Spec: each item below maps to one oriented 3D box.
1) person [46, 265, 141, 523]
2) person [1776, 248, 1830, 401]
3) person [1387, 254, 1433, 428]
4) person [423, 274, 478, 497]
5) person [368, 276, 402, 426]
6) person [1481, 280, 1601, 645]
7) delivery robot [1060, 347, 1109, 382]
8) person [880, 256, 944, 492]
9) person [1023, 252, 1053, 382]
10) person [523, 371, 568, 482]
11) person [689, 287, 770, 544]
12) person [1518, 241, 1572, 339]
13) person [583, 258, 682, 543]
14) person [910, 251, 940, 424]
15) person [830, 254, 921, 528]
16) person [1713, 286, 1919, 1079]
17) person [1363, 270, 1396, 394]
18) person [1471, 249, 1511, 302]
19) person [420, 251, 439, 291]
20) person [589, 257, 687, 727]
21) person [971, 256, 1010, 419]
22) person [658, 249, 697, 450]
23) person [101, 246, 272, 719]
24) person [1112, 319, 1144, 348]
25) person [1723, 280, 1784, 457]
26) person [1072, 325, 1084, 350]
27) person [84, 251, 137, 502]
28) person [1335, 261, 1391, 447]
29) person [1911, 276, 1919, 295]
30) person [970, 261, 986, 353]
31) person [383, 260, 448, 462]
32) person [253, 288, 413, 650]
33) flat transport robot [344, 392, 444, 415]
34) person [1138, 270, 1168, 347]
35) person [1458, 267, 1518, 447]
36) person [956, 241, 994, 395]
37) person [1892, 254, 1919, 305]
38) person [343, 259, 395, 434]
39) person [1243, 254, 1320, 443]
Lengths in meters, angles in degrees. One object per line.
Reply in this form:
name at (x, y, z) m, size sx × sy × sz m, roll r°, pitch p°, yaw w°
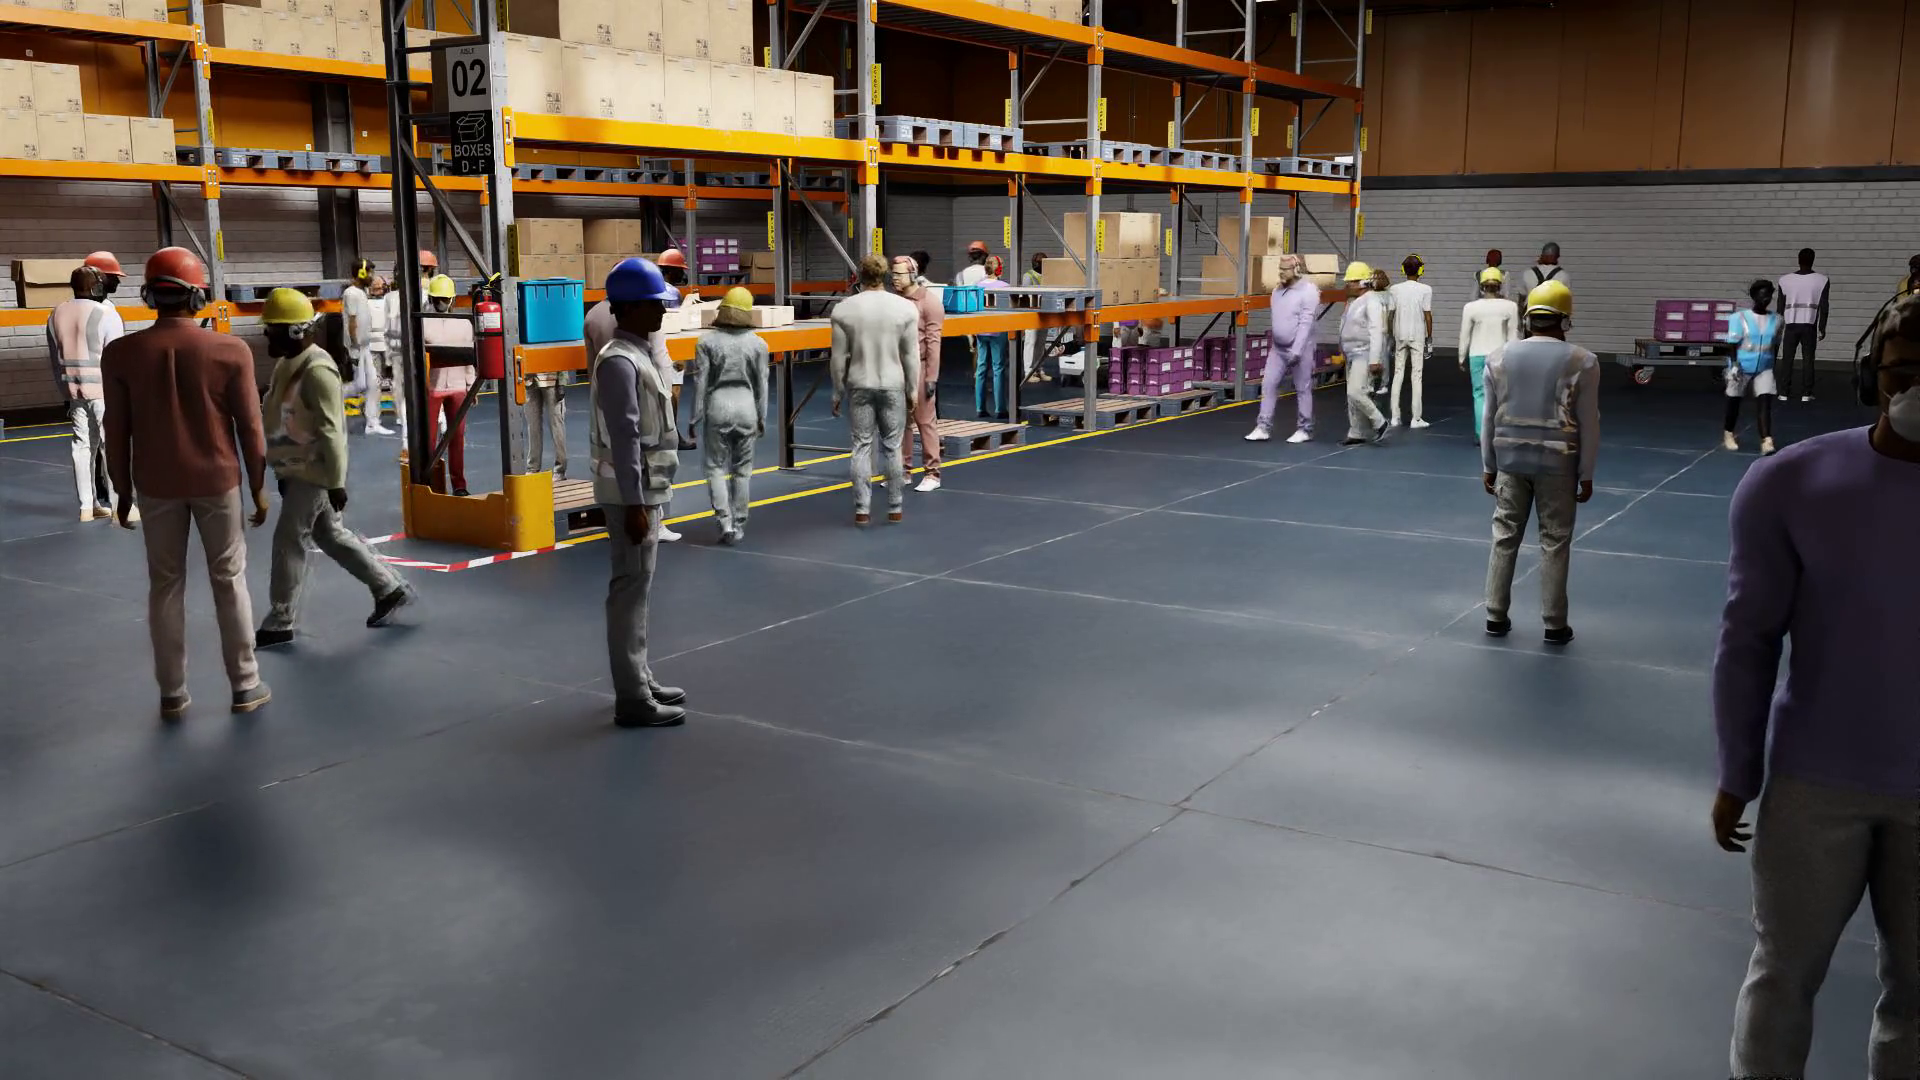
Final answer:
person at (-6.180, -1.038, 11.940) m, size 0.634 × 1.841 × 0.429 m, roll 3°, pitch 11°, yaw 17°
person at (10.597, -2.705, 20.954) m, size 0.591 × 1.922 × 0.392 m, roll 6°, pitch 12°, yaw 30°
person at (4.873, -2.147, 17.988) m, size 0.513 × 1.877 × 0.328 m, roll 7°, pitch 12°, yaw 34°
person at (-3.955, -1.147, 12.763) m, size 0.523 × 1.762 × 0.329 m, roll -9°, pitch 13°, yaw -40°
person at (-6.279, -2.048, 18.099) m, size 0.515 × 1.636 × 0.314 m, roll -1°, pitch 10°, yaw -5°
person at (2.922, -0.389, 8.401) m, size 0.591 × 1.823 × 0.405 m, roll 8°, pitch 13°, yaw 37°
delivery robot at (1.711, -2.413, 22.858) m, size 0.707 × 0.478 × 0.477 m, roll 9°, pitch 14°, yaw 42°
person at (-0.424, -1.339, 13.464) m, size 0.635 × 1.899 × 0.397 m, roll 8°, pitch 13°, yaw 39°
person at (1.128, -3.185, 23.828) m, size 0.430 × 1.845 × 0.619 m, roll 8°, pitch 13°, yaw 36°
person at (-3.490, -1.291, 13.886) m, size 0.514 × 1.645 × 0.308 m, roll 4°, pitch 11°, yaw 20°
person at (-1.525, -0.811, 11.104) m, size 0.559 × 1.719 × 0.518 m, roll -4°, pitch 11°, yaw -19°
person at (7.787, -2.989, 22.191) m, size 0.688 × 2.000 × 0.851 m, roll 6°, pitch 12°, yaw 28°
person at (-2.176, -0.921, 11.112) m, size 0.642 × 1.906 × 0.410 m, roll 5°, pitch 11°, yaw 24°
person at (-0.510, -2.220, 18.309) m, size 0.781 × 1.907 × 0.690 m, roll 8°, pitch 13°, yaw 37°
person at (-0.598, -1.046, 11.791) m, size 0.653 × 1.931 × 0.554 m, roll 0°, pitch 10°, yaw 1°
person at (1.796, 0.483, 3.236) m, size 0.630 × 1.938 × 0.366 m, roll 4°, pitch 11°, yaw 23°
person at (5.520, -2.749, 21.992) m, size 0.265 × 1.631 × 0.507 m, roll -8°, pitch 13°, yaw -37°
person at (7.939, -3.394, 24.880) m, size 0.583 × 1.879 × 0.337 m, roll 7°, pitch 12°, yaw 35°
person at (-6.296, -2.463, 19.704) m, size 0.552 × 1.908 × 0.825 m, roll 3°, pitch 11°, yaw 19°
person at (-1.358, -0.201, 6.999) m, size 0.388 × 1.949 × 0.602 m, roll -1°, pitch 10°, yaw -7°
person at (0.357, -2.297, 18.896) m, size 0.571 × 1.843 × 0.373 m, roll 6°, pitch 12°, yaw 32°
person at (-2.792, -1.835, 16.092) m, size 0.376 × 1.934 × 0.548 m, roll -7°, pitch 12°, yaw -33°
person at (-3.271, -0.238, 7.078) m, size 0.622 × 1.992 × 0.396 m, roll -3°, pitch 11°, yaw -15°
person at (2.175, -2.805, 21.455) m, size 0.543 × 1.939 × 0.371 m, roll -9°, pitch 14°, yaw -41°
person at (7.478, -1.621, 15.686) m, size 0.535 × 1.650 × 0.889 m, roll 1°, pitch 10°, yaw 5°
person at (2.289, -4.503, 30.705) m, size 0.614 × 1.993 × 0.395 m, roll -3°, pitch 11°, yaw -18°
person at (-6.629, -1.266, 12.940) m, size 0.550 × 1.933 × 0.374 m, roll 9°, pitch 14°, yaw 41°
person at (3.905, -1.799, 16.230) m, size 0.451 × 1.819 × 0.611 m, roll -1°, pitch 10°, yaw -8°
person at (11.940, -2.487, 20.662) m, size 0.808 × 1.591 × 0.513 m, roll -7°, pitch 12°, yaw -33°
person at (0.361, -4.286, 29.683) m, size 0.364 × 1.928 × 0.594 m, roll -5°, pitch 11°, yaw -27°
person at (-5.017, -1.671, 15.371) m, size 0.583 × 1.868 × 0.645 m, roll 3°, pitch 11°, yaw 16°
person at (-3.240, -0.377, 8.413) m, size 0.895 × 1.798 × 0.604 m, roll -7°, pitch 13°, yaw -35°
flat transport robot at (-6.710, -1.623, 19.528) m, size 1.431 × 0.197 × 0.652 m, roll -7°, pitch 12°, yaw -33°
person at (2.597, -2.960, 23.097) m, size 0.709 × 1.655 × 0.334 m, roll -7°, pitch 12°, yaw -35°
person at (5.195, -1.810, 16.437) m, size 0.547 × 1.747 × 0.591 m, roll 1°, pitch 10°, yaw 7°
person at (0.242, -2.858, 21.556) m, size 0.678 × 2.003 × 0.618 m, roll 6°, pitch 12°, yaw 31°
person at (11.945, -2.647, 20.854) m, size 0.429 × 1.841 × 0.633 m, roll -5°, pitch 11°, yaw -24°
person at (-6.311, -2.001, 17.292) m, size 0.697 × 1.837 × 0.557 m, roll 0°, pitch 10°, yaw -1°
person at (3.188, -1.871, 16.449) m, size 0.861 × 1.873 × 0.639 m, roll -8°, pitch 13°, yaw -36°
